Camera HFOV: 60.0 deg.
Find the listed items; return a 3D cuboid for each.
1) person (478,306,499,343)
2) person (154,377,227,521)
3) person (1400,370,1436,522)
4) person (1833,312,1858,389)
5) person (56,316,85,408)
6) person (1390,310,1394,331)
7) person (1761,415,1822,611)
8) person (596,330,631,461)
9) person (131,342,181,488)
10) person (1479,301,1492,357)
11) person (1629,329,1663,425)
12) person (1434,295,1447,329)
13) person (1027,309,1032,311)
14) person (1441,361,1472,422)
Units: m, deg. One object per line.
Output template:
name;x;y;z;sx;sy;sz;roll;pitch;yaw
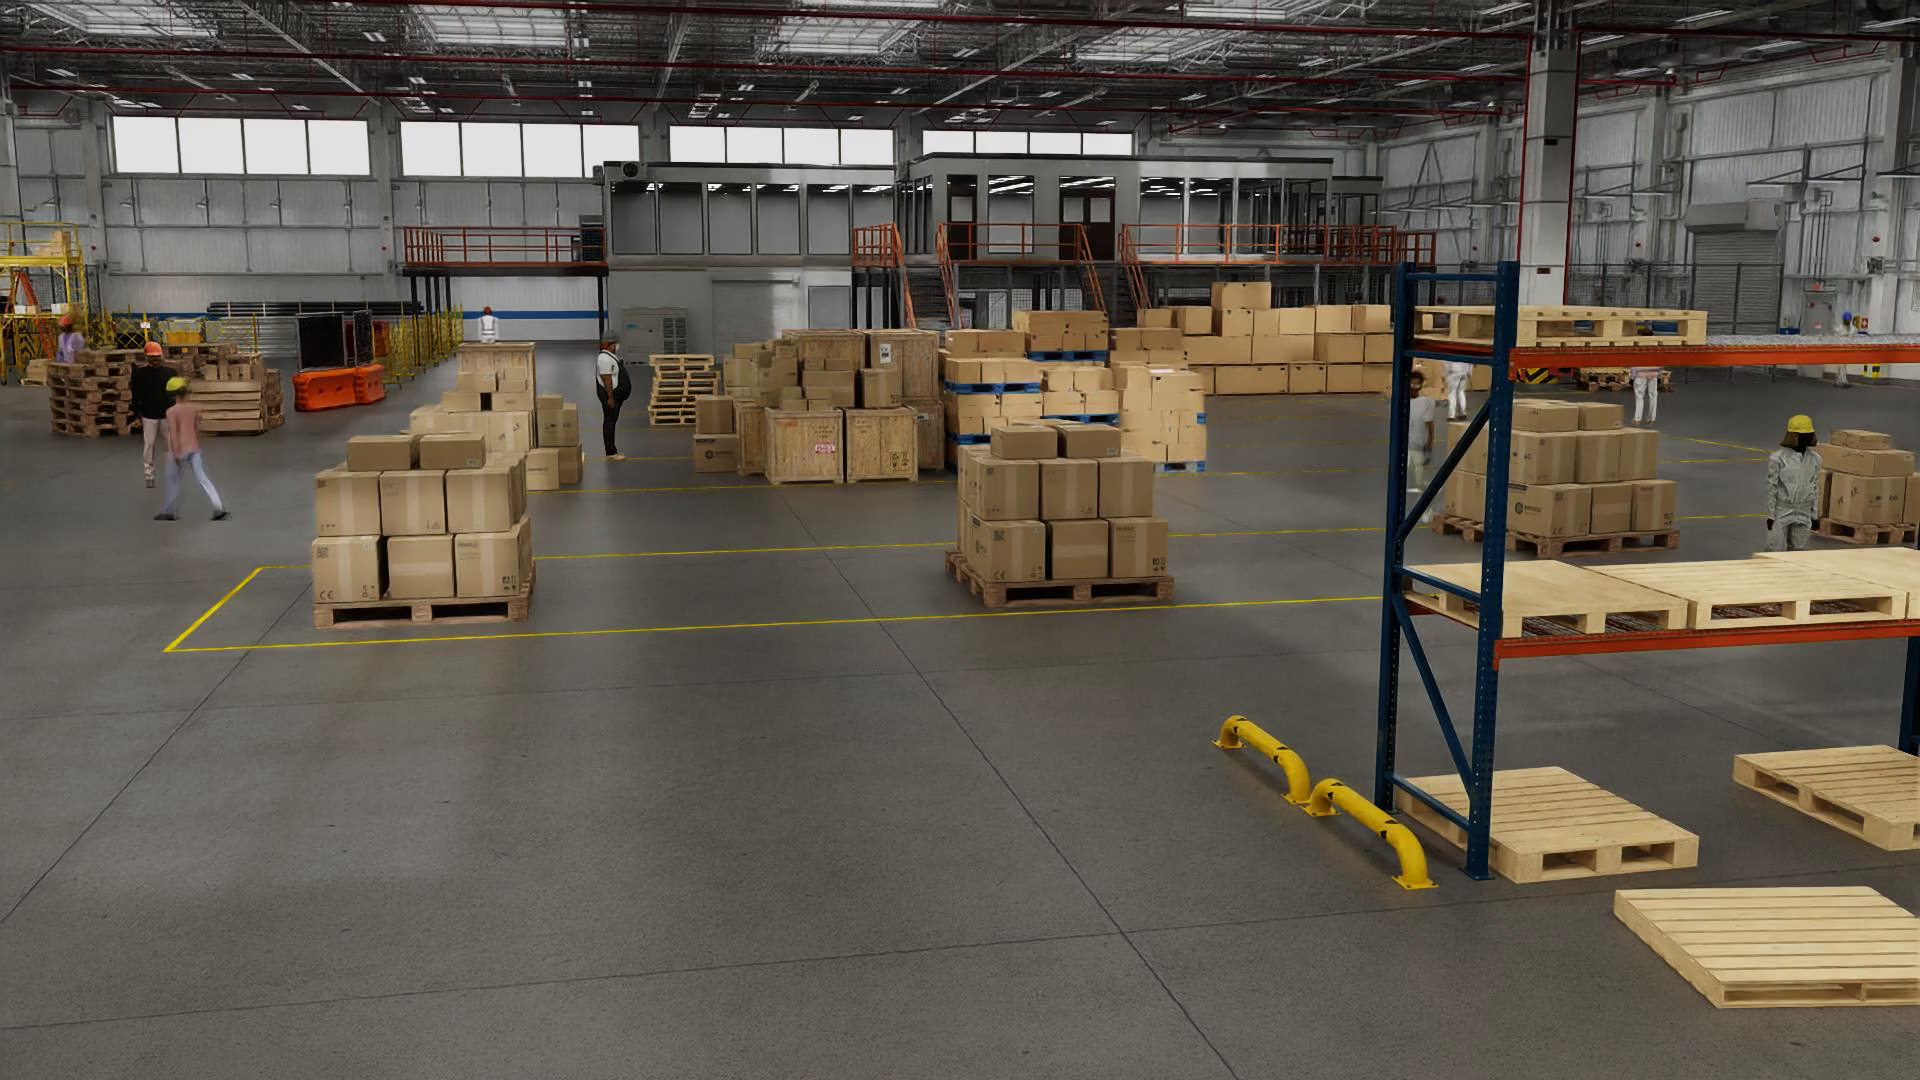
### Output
person;-13.981;-6.003;49.325;0.587;1.867;0.698;-1;9;-9
person;-9.138;-1.068;19.673;0.910;1.726;0.530;3;10;17
person;5.272;-1.064;19.314;0.541;1.840;0.766;6;11;34
person;21.958;-4.691;41.219;0.602;1.894;1.003;-1;9;-4
person;-18.516;-3.644;34.543;0.633;1.985;1.033;4;10;23
person;11.764;-5.346;45.376;0.633;1.839;0.429;3;10;17
person;7.204;-0.215;14.388;0.484;1.745;0.296;-1;9;-6
person;-5.398;-2.261;25.957;0.537;2.000;0.683;-2;9;-10
person;-10.982;-1.715;22.769;0.624;1.992;0.386;-7;12;-38
person;17.614;-7.077;55.822;0.391;1.878;0.701;-5;11;-27
person;13.069;-3.104;31.715;0.624;1.841;0.430;0;9;-2
person;17.566;-7.983;61.013;0.662;1.974;0.571;-3;10;-20
person;1.768;-4.901;42.370;0.551;1.932;0.378;1;9;7
person;9.651;-3.231;32.294;0.744;1.906;0.487;-5;11;-28
